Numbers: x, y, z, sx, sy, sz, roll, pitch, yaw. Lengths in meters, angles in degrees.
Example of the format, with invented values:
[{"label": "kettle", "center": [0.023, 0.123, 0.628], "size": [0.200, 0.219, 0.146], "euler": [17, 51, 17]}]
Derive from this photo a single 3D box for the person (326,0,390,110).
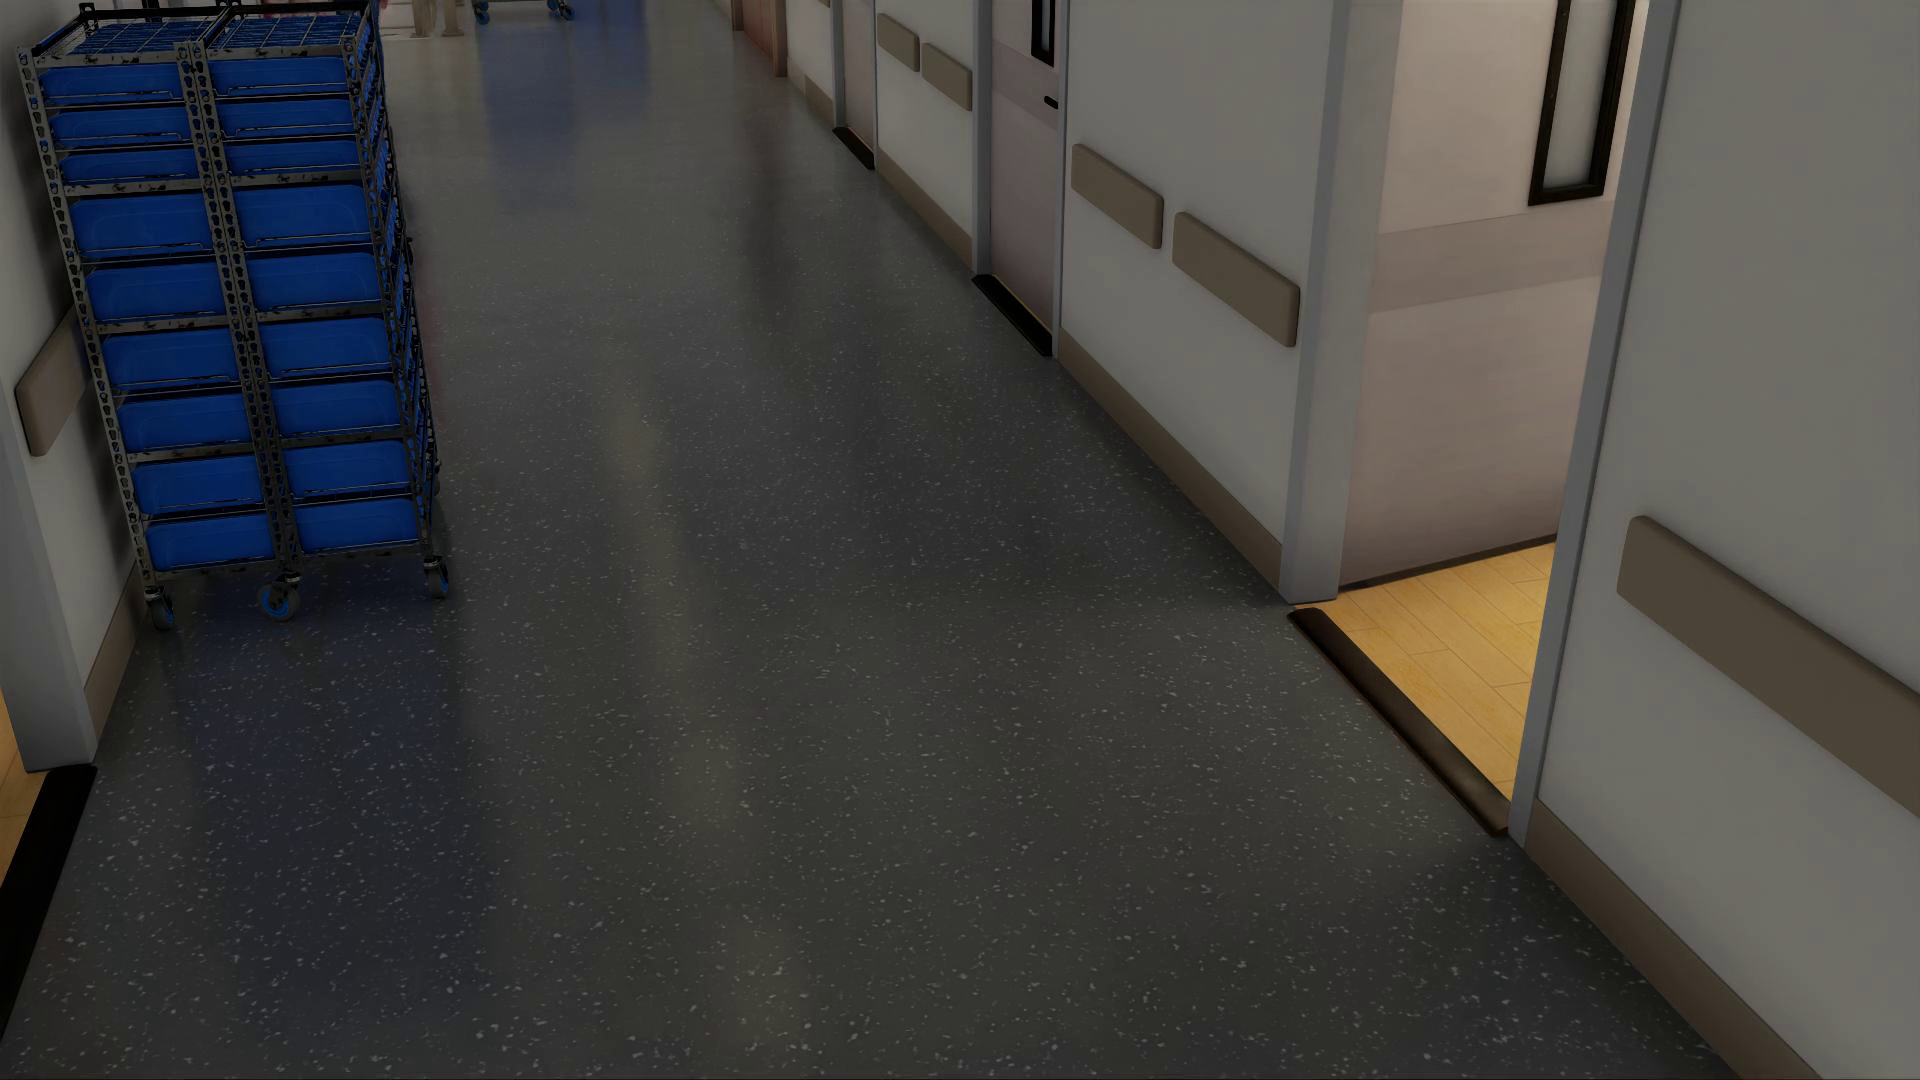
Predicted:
[{"label": "person", "center": [-4.277, -3.912, 11.791], "size": [0.741, 1.730, 0.894], "euler": [-14, 29, -26]}]
